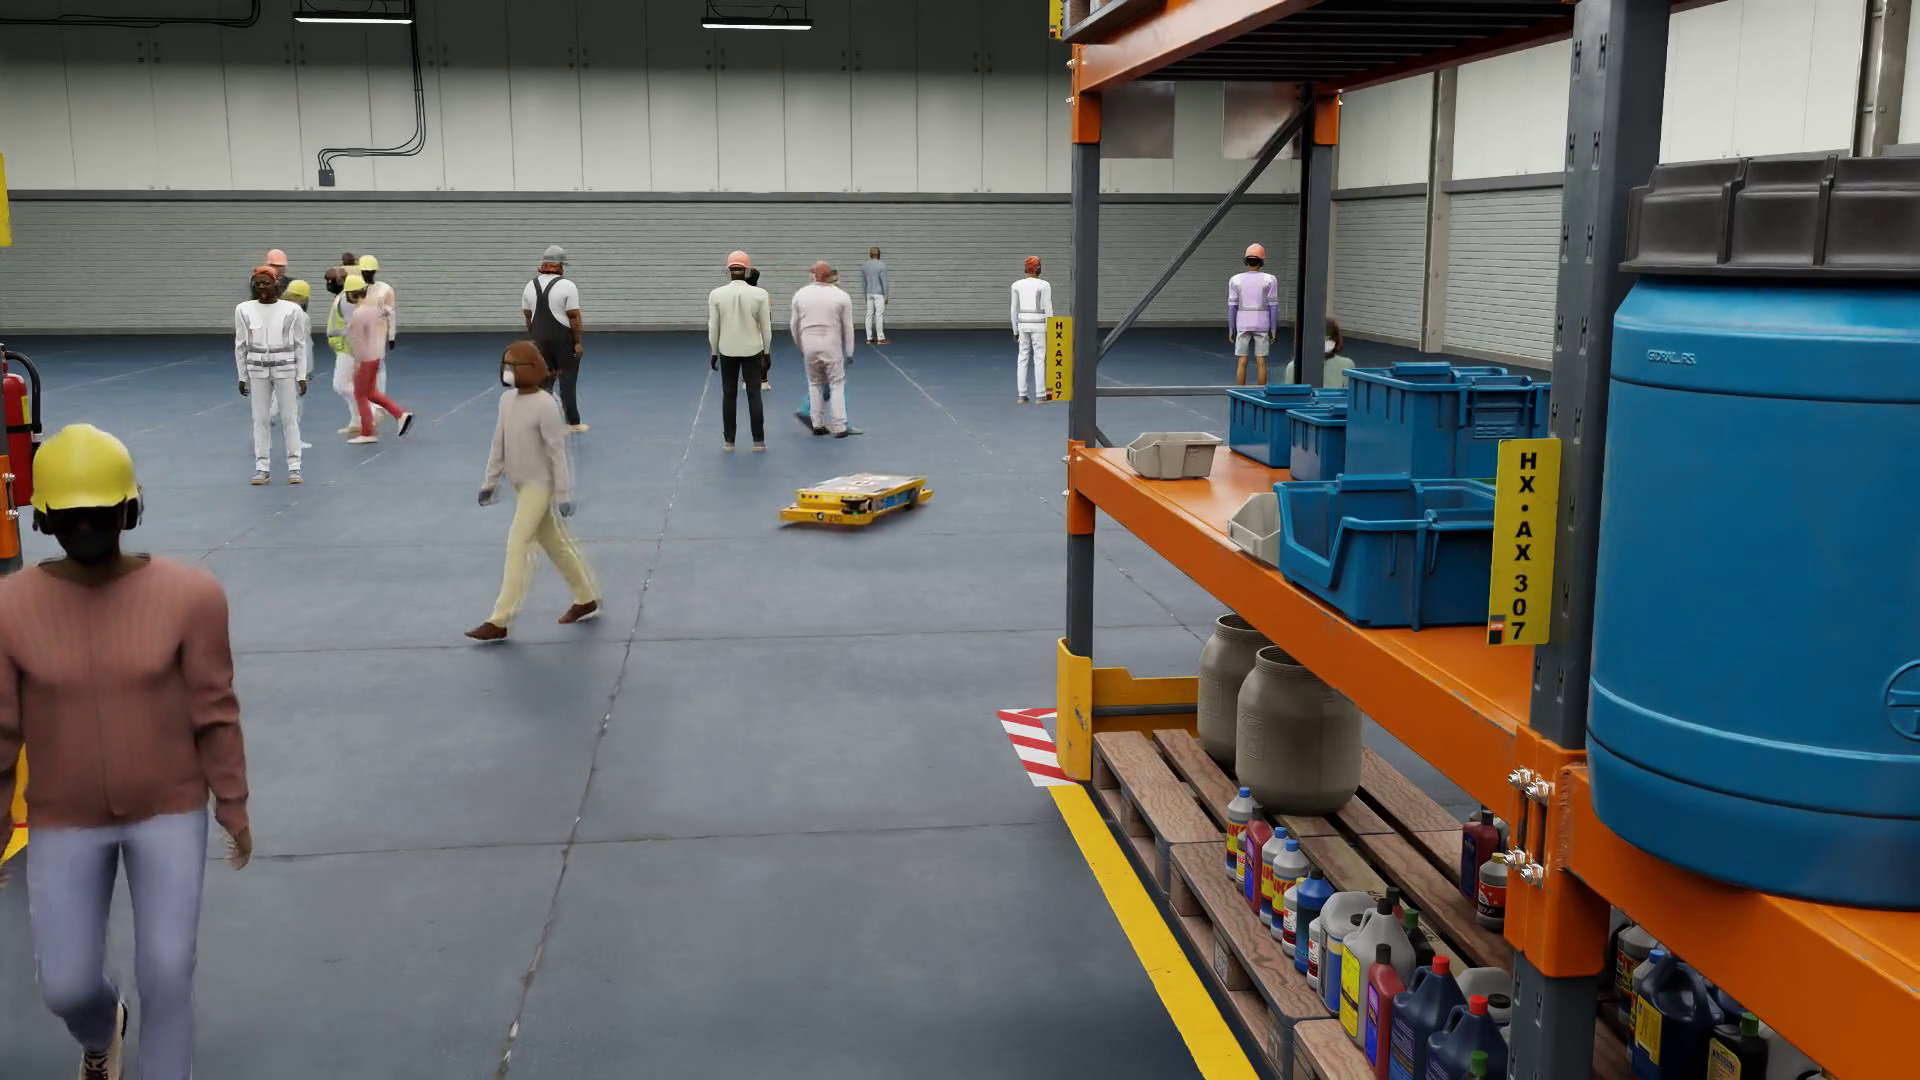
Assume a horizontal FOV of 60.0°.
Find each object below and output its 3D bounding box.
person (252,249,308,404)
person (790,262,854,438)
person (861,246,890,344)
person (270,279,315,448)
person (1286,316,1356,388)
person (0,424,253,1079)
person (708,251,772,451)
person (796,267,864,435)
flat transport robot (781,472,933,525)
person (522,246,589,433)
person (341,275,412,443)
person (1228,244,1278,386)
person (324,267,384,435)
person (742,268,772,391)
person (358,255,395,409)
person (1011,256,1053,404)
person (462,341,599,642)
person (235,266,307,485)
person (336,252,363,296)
[{"bbox_3d":[-8.348,-2.581,20.490,0.636,1.970,0.590,-8,13,-39],"label":"person"},{"bbox_3d":[-1.472,-2.026,17.793,0.687,1.860,0.533,1,10,7],"label":"person"},{"bbox_3d":[-1.678,-4.870,33.150,0.631,1.940,0.372,7,13,34],"label":"person"},{"bbox_3d":[-6.704,-1.741,16.621,0.519,1.711,0.522,4,11,23],"label":"person"},{"bbox_3d":[2.410,-0.709,11.241,0.505,1.618,0.627,-2,11,-12],"label":"person"},{"bbox_3d":[-1.881,0.598,3.709,0.551,1.750,0.513,-5,11,-25],"label":"person"},{"bbox_3d":[-2.188,-1.878,16.600,0.623,1.989,0.401,-1,10,-4],"label":"person"},{"bbox_3d":[-1.396,-2.022,17.893,0.663,1.808,0.599,0,10,2],"label":"person"},{"bbox_3d":[-0.775,-0.337,12.873,0.652,0.197,1.431,4,11,20],"label":"flat transport robot"},{"bbox_3d":[-4.382,-2.192,18.188,0.689,2.000,0.538,4,11,23],"label":"person"},{"bbox_3d":[-6.058,-1.857,17.158,0.562,1.743,0.532,-1,10,-3],"label":"person"},{"bbox_3d":[3.611,-2.618,20.517,0.605,2.045,0.378,3,11,17],"label":"person"},{"bbox_3d":[-6.562,-2.020,17.889,0.446,1.819,0.641,-3,11,-16],"label":"person"},{"bbox_3d":[-2.859,-2.903,23.034,0.533,1.697,0.318,0,10,2],"label":"person"},{"bbox_3d":[-7.327,-2.582,20.685,0.609,1.907,0.448,-1,10,-4],"label":"person"},{"bbox_3d":[0.932,-2.687,21.327,0.574,1.887,0.355,6,12,29],"label":"person"},{"bbox_3d":[-2.310,-0.276,8.940,0.870,1.589,0.502,-9,13,-39],"label":"person"},{"bbox_3d":[-5.946,-1.418,14.380,0.574,1.883,0.356,-2,11,-13],"label":"person"},{"bbox_3d":[-11.822,-4.664,32.321,0.451,1.828,0.656,7,12,34],"label":"person"}]
